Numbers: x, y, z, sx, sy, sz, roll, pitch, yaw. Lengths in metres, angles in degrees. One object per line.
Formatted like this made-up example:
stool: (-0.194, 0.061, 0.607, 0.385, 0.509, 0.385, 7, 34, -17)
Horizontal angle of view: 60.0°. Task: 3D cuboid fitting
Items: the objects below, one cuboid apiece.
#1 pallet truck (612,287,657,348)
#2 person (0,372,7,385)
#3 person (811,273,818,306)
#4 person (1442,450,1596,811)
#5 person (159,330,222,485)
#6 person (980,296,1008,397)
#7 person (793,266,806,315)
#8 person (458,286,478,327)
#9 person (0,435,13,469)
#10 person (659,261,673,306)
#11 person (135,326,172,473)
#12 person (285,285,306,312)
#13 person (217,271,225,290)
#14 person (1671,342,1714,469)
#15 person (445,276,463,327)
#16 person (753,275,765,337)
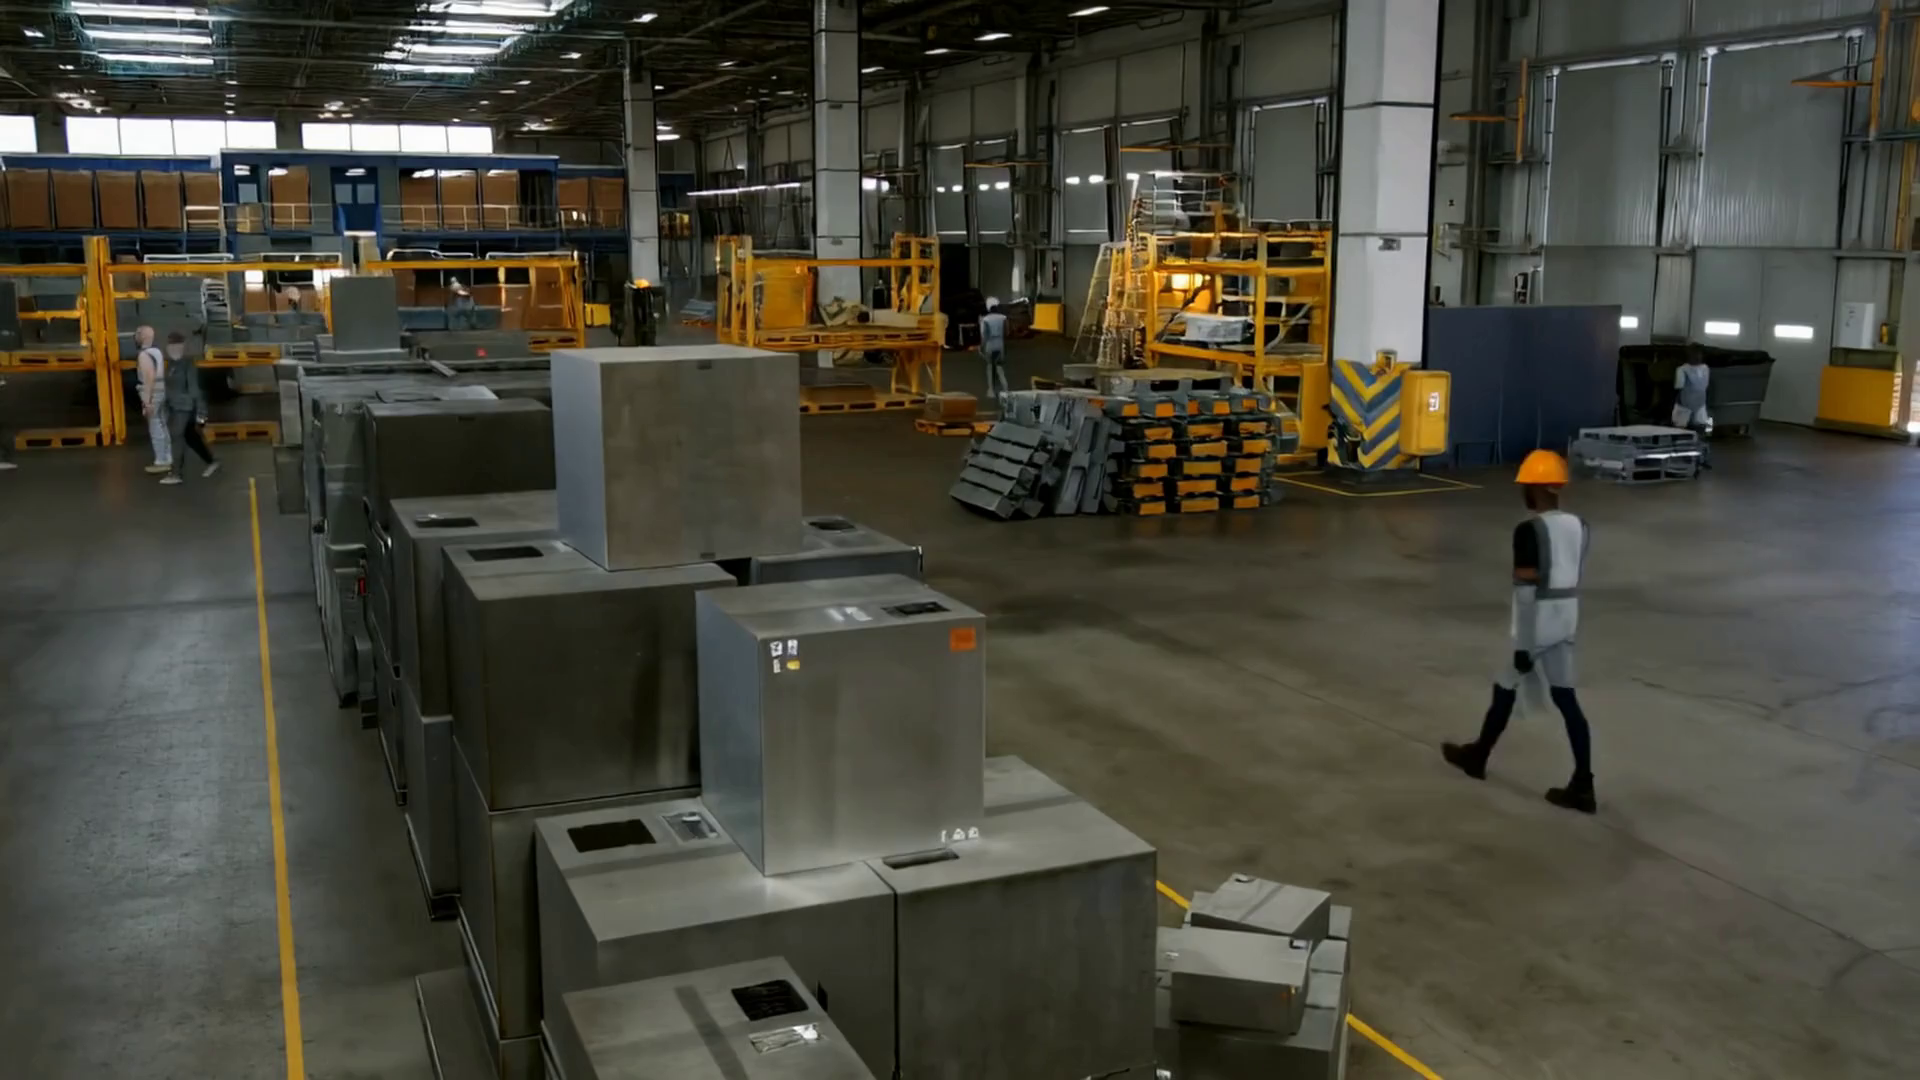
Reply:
pallet truck: (-6.464, -4.406, 35.401, 0.823, 1.965, 1.885, 6, 12, 32)
person: (-19.946, -4.070, 34.031, 0.920, 1.831, 0.514, 5, 11, 25)
person: (-4.832, -8.279, 57.182, 0.429, 1.844, 0.626, 6, 12, 32)
person: (3.091, 0.455, 8.935, 0.570, 1.879, 1.010, -6, 12, -30)
person: (-9.580, -1.661, 20.582, 0.592, 1.896, 0.910, 7, 13, 35)
person: (0.659, -3.635, 31.361, 0.560, 1.920, 0.566, -3, 11, -15)
person: (-6.297, -9.827, 65.541, 0.597, 1.904, 0.673, -6, 12, -31)
person: (-13.653, -6.203, 46.139, 0.498, 1.684, 0.925, 4, 11, 20)
person: (-12.856, -1.816, 21.497, 1.001, 1.861, 0.613, -5, 11, -26)
person: (-13.091, -11.411, 74.052, 0.612, 1.986, 0.407, 0, 10, -2)
person: (-10.373, -1.803, 21.369, 0.337, 1.882, 0.584, -2, 10, -9)
person: (-16.981, -5.631, 42.636, 0.528, 1.825, 0.658, -9, 13, -40)
person: (-25.661, -8.434, 57.964, 0.627, 1.864, 0.594, -4, 11, -21)
person: (9.604, -1.789, 21.948, 0.540, 1.662, 0.854, -3, 11, -15)
person: (-14.715, -6.742, 48.513, 0.440, 1.920, 0.625, 3, 11, 15)
person: (-5.824, -6.673, 48.033, 0.384, 1.949, 0.605, -2, 10, -10)
